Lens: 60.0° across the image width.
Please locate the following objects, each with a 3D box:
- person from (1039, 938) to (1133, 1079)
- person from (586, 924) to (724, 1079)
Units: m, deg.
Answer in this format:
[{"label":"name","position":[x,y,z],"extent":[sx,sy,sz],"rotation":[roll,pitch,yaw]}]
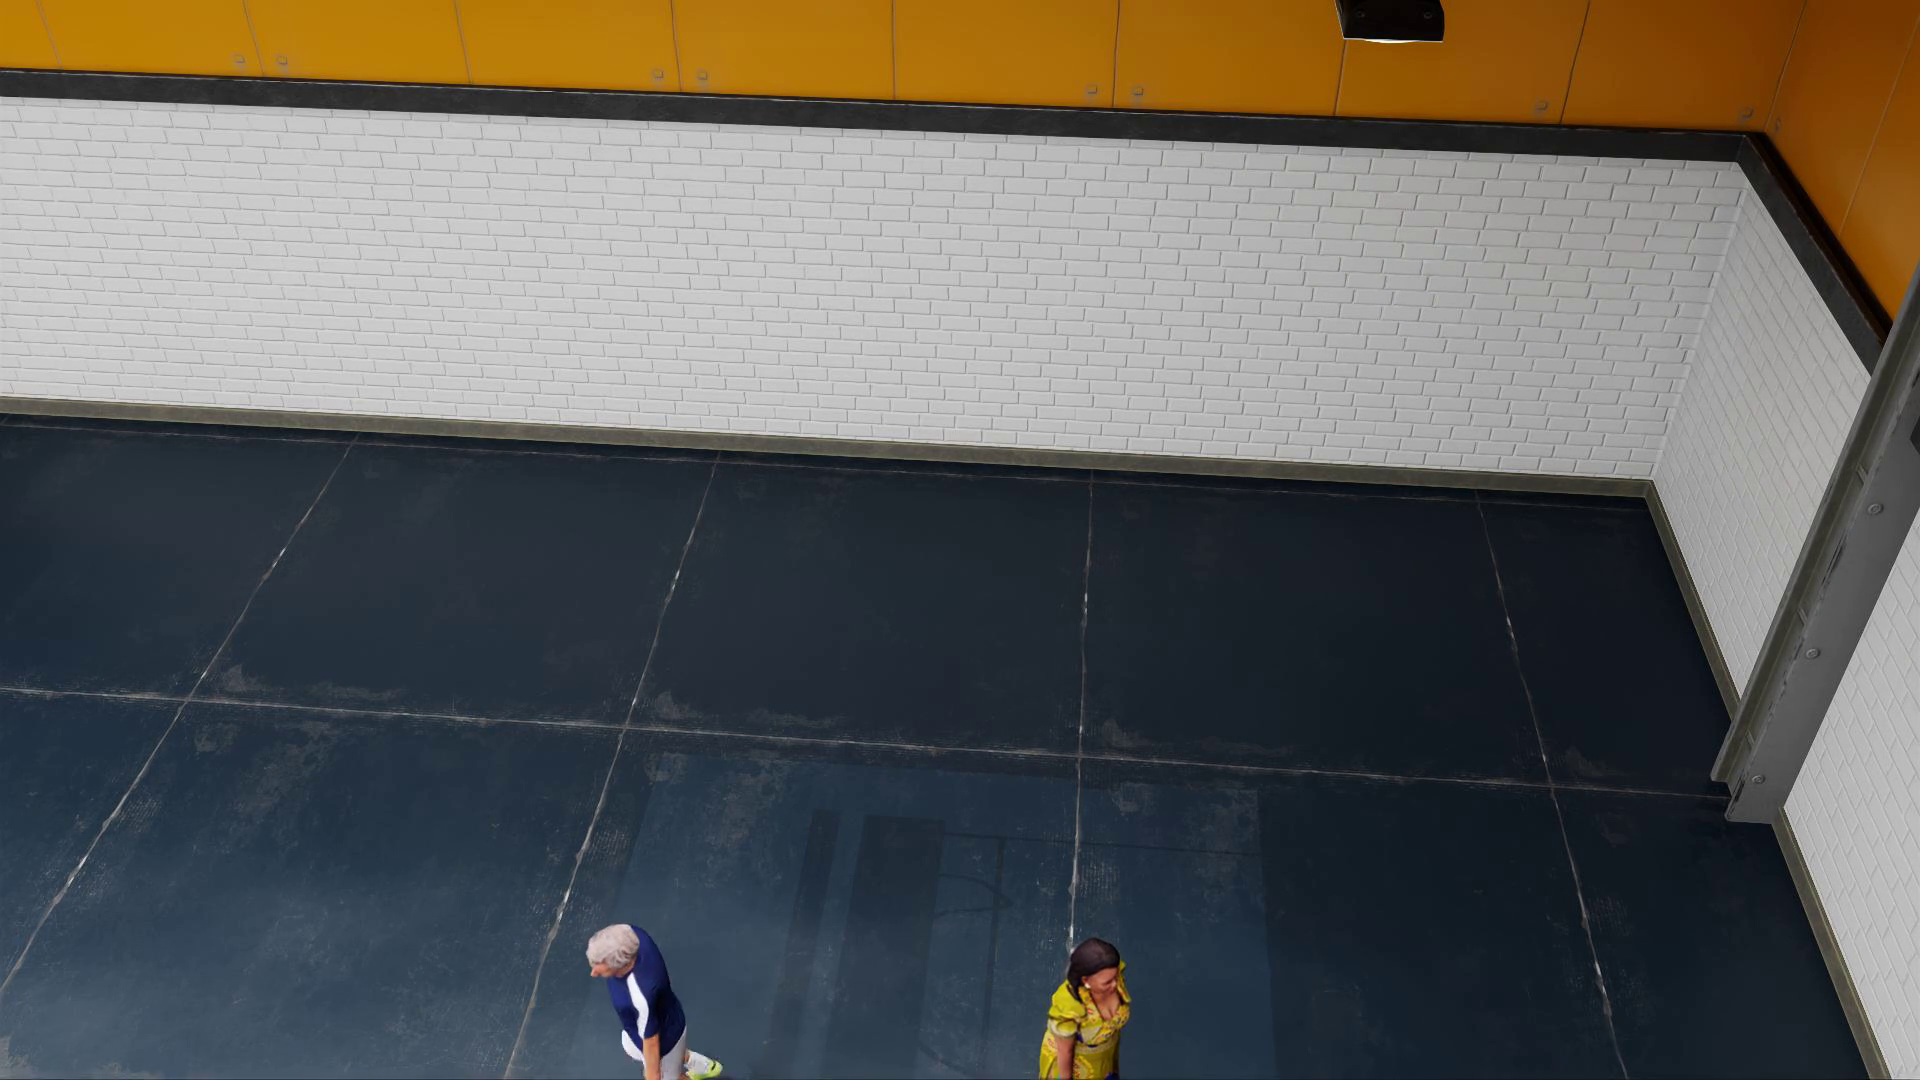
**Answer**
[{"label":"person","position":[0.599,2.490,8.093],"extent":[1.068,1.656,0.954],"rotation":[26,45,29]},{"label":"person","position":[-1.458,2.357,8.149],"extent":[0.948,1.793,0.908],"rotation":[-10,40,-12]}]
